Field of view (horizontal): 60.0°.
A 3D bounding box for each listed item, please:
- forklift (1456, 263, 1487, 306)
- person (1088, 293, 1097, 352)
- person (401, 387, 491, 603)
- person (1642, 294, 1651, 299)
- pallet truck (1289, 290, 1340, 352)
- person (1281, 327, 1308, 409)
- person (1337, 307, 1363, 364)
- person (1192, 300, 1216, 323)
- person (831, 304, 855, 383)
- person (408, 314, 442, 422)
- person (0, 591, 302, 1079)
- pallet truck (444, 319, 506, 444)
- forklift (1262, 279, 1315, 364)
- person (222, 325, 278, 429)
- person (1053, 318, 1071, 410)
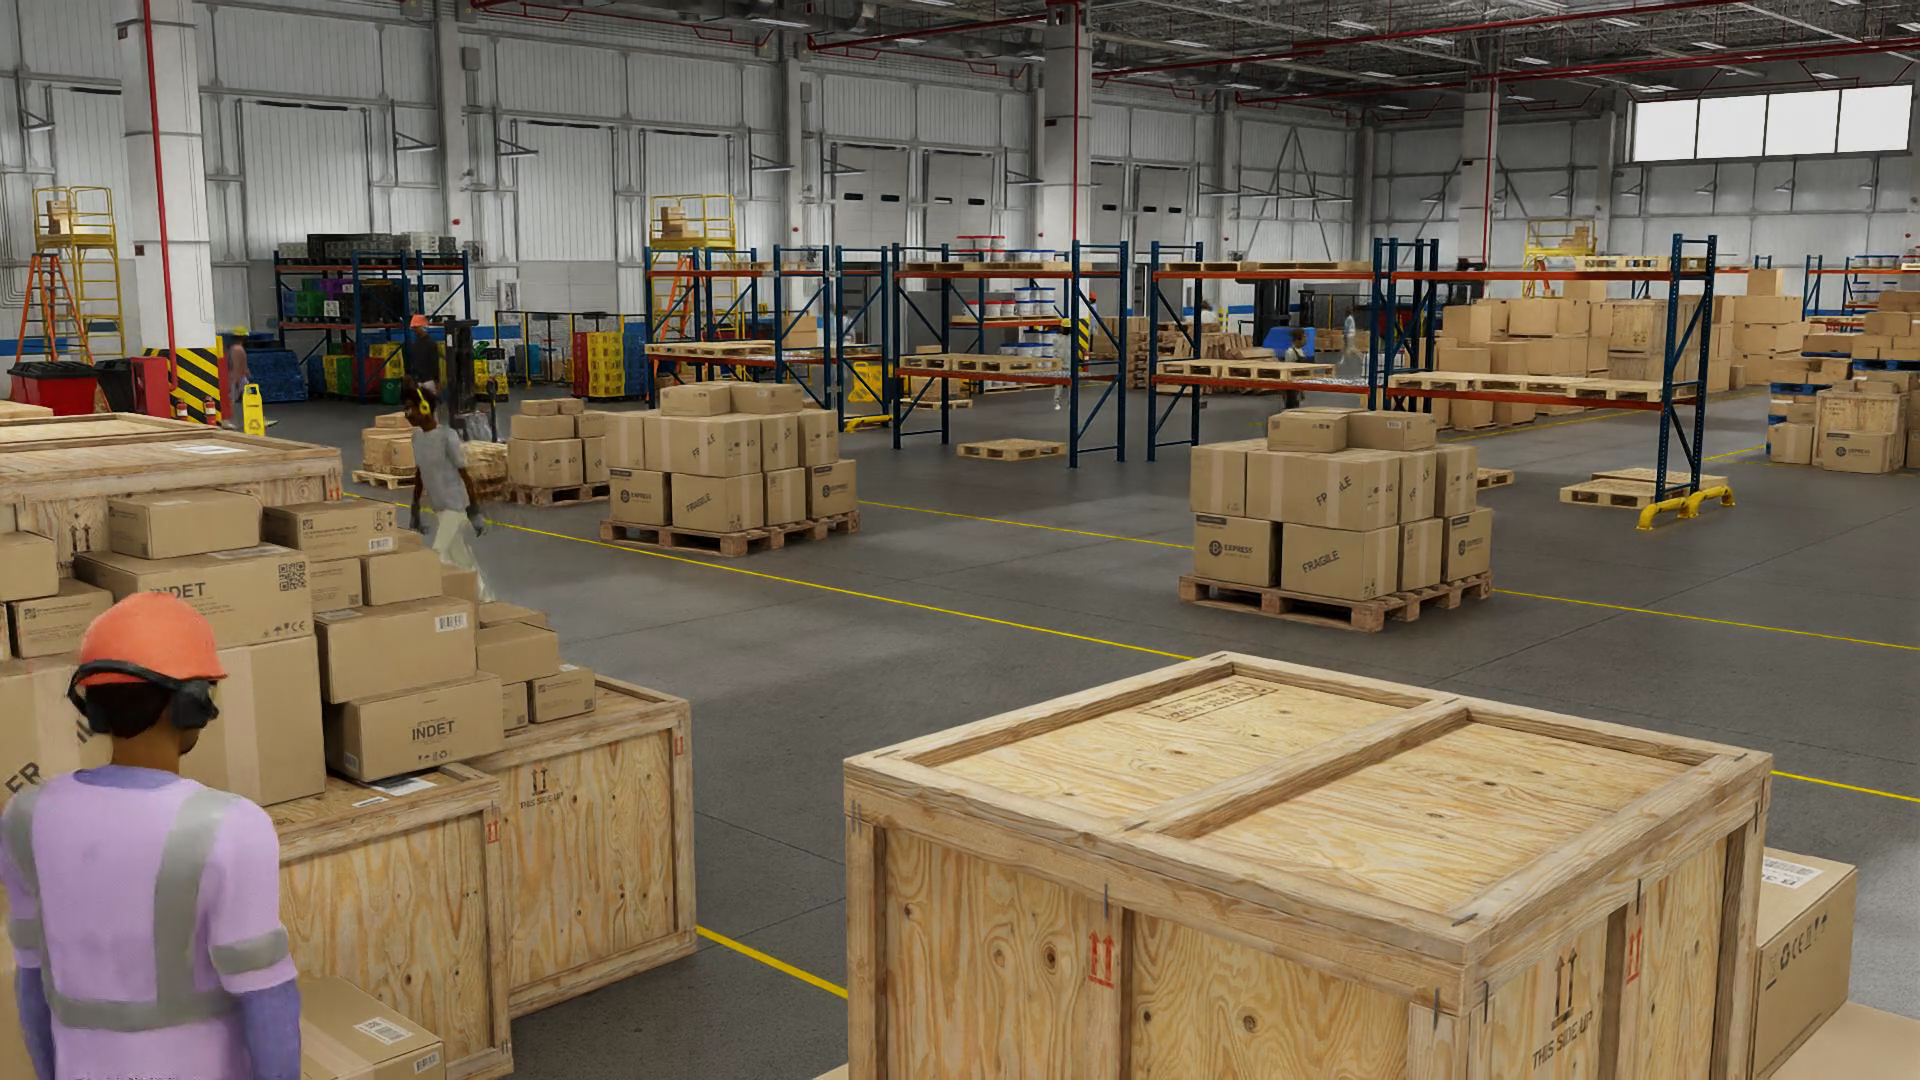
[{"bbox_3d":[14.187,-6.313,46.252,1.873,2.768,1.129,-3,10,-17],"label":"forklift"},{"bbox_3d":[4.069,-6.681,51.432,0.545,1.927,0.391,-8,12,-42],"label":"person"},{"bbox_3d":[-3.757,-0.195,11.999,0.566,1.805,0.961,8,13,42],"label":"person"},{"bbox_3d":[19.627,-6.081,47.713,0.373,1.940,0.629,1,9,5],"label":"person"},{"bbox_3d":[11.297,-6.951,52.861,1.885,1.965,0.823,-5,11,-29],"label":"pallet truck"},{"bbox_3d":[4.824,-2.171,24.131,0.469,1.811,0.558,4,10,25],"label":"person"},{"bbox_3d":[10.876,-5.658,46.117,0.705,1.611,0.515,2,9,11],"label":"person"},{"bbox_3d":[6.024,-4.980,41.110,0.647,1.896,1.017,-3,10,-17],"label":"person"},{"bbox_3d":[-2.713,-4.525,38.421,0.576,1.860,0.772,2,10,13],"label":"person"},{"bbox_3d":[-8.087,-2.420,25.159,0.444,1.981,0.631,-7,12,-37],"label":"person"},{"bbox_3d":[-1.594,1.113,3.343,0.641,2.040,0.457,2,10,13],"label":"person"},{"bbox_3d":[-6.981,-1.942,22.150,1.885,1.965,0.823,1,9,9],"label":"pallet truck"},{"bbox_3d":[8.555,-6.090,44.881,1.873,2.768,1.129,9,13,43],"label":"forklift"},{"bbox_3d":[-11.871,-2.689,27.571,0.905,1.717,0.539,-4,10,-22],"label":"person"},{"bbox_3d":[1.988,-3.307,31.329,0.483,1.738,0.320,0,9,3],"label":"person"}]
